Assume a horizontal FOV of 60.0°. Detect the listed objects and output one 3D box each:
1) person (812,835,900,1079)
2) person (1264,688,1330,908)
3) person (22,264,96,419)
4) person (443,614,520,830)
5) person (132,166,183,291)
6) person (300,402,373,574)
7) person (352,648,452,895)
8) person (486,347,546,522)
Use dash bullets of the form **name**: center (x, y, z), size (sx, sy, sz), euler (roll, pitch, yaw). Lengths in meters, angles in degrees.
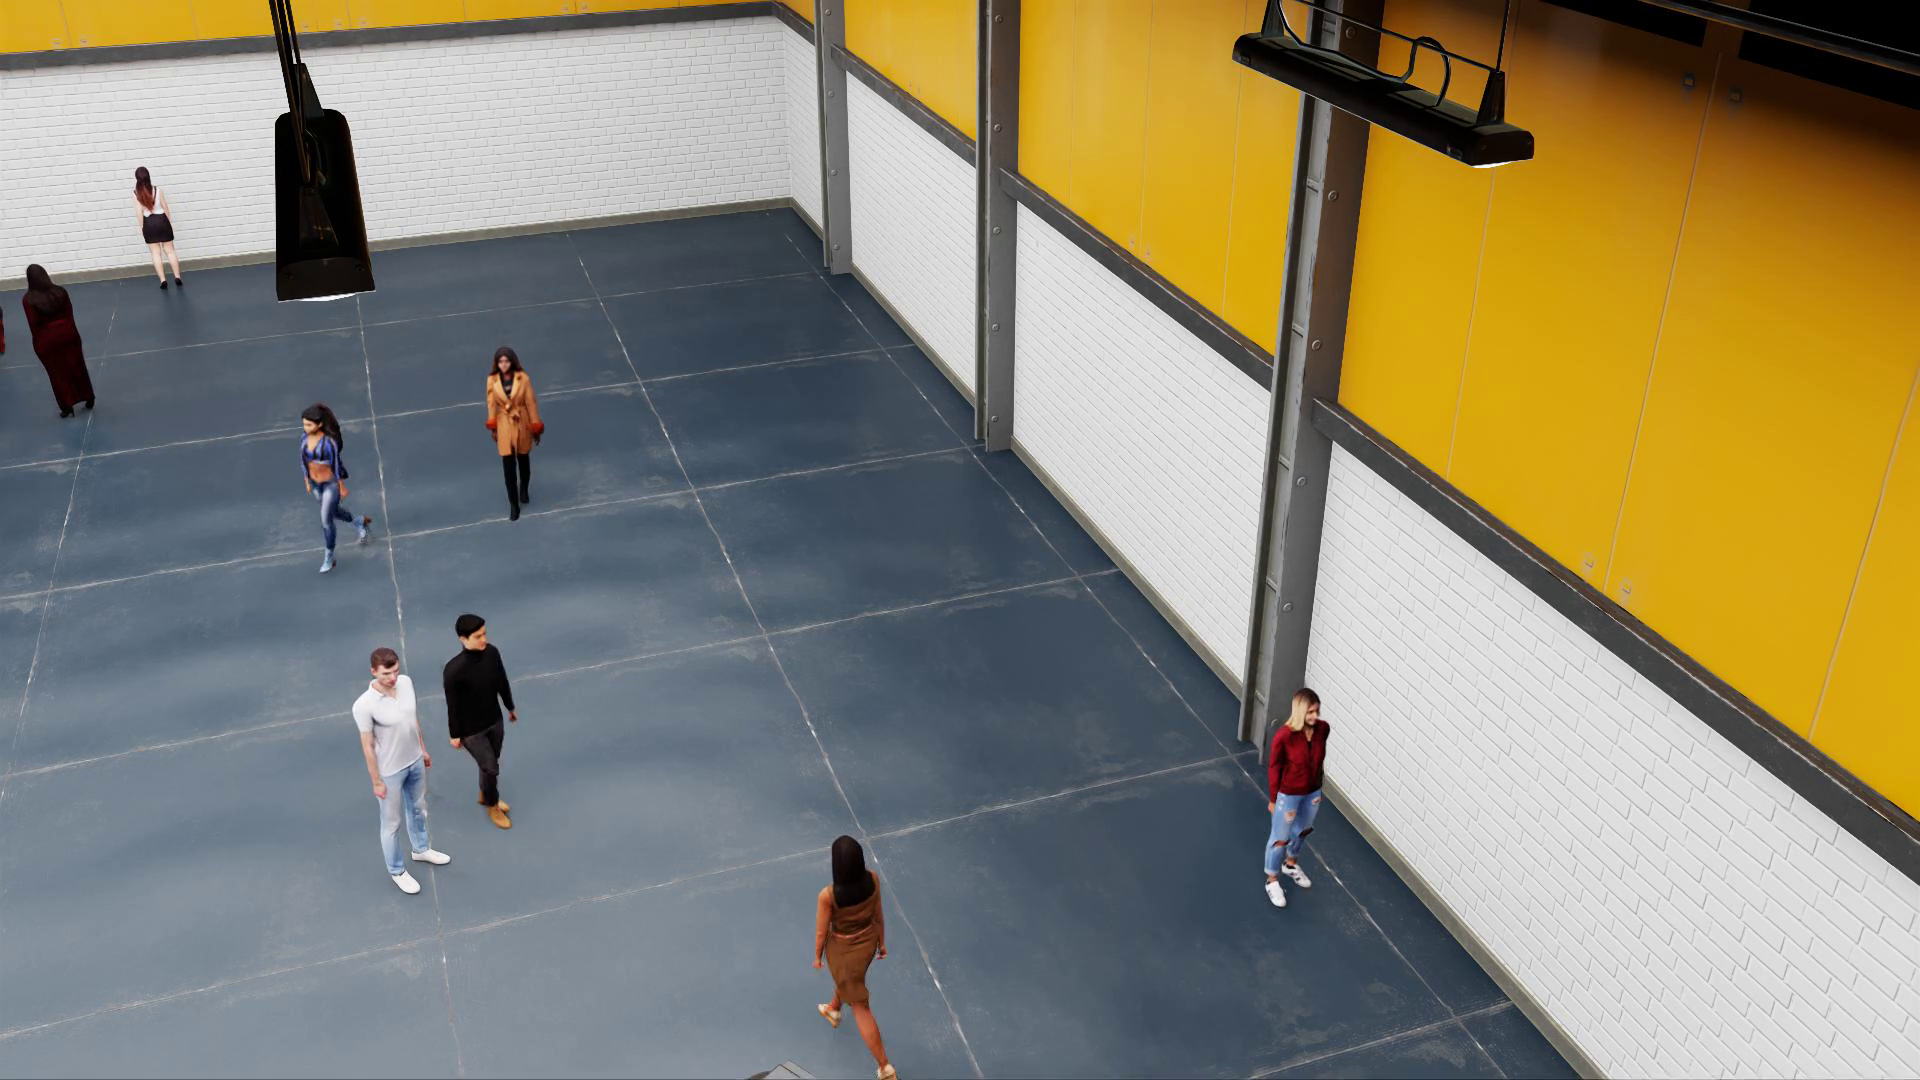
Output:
- **person**: center (-0.596, 2.509, 9.831), size (0.817, 1.646, 1.152), euler (-21, 35, -33)
- **person**: center (2.285, 1.705, 11.318), size (0.631, 1.633, 0.602), euler (-14, 32, -24)
- **person**: center (-9.959, -2.205, 18.358), size (0.794, 1.756, 0.767), euler (18, 34, 30)
- **person**: center (-3.529, 1.266, 12.042), size (0.879, 1.711, 0.828), euler (16, 33, 27)
- **person**: center (-10.630, -4.126, 21.991), size (0.600, 1.648, 0.579), euler (-17, 33, -28)
- **person**: center (-5.833, -0.528, 15.455), size (1.003, 1.591, 1.083), euler (11, 31, 20)
- **person**: center (-3.862, 1.531, 11.405), size (0.776, 1.855, 0.718), euler (13, 31, 23)
- **person**: center (-4.393, -1.117, 16.428), size (0.815, 1.694, 1.041), euler (-5, 29, -10)
